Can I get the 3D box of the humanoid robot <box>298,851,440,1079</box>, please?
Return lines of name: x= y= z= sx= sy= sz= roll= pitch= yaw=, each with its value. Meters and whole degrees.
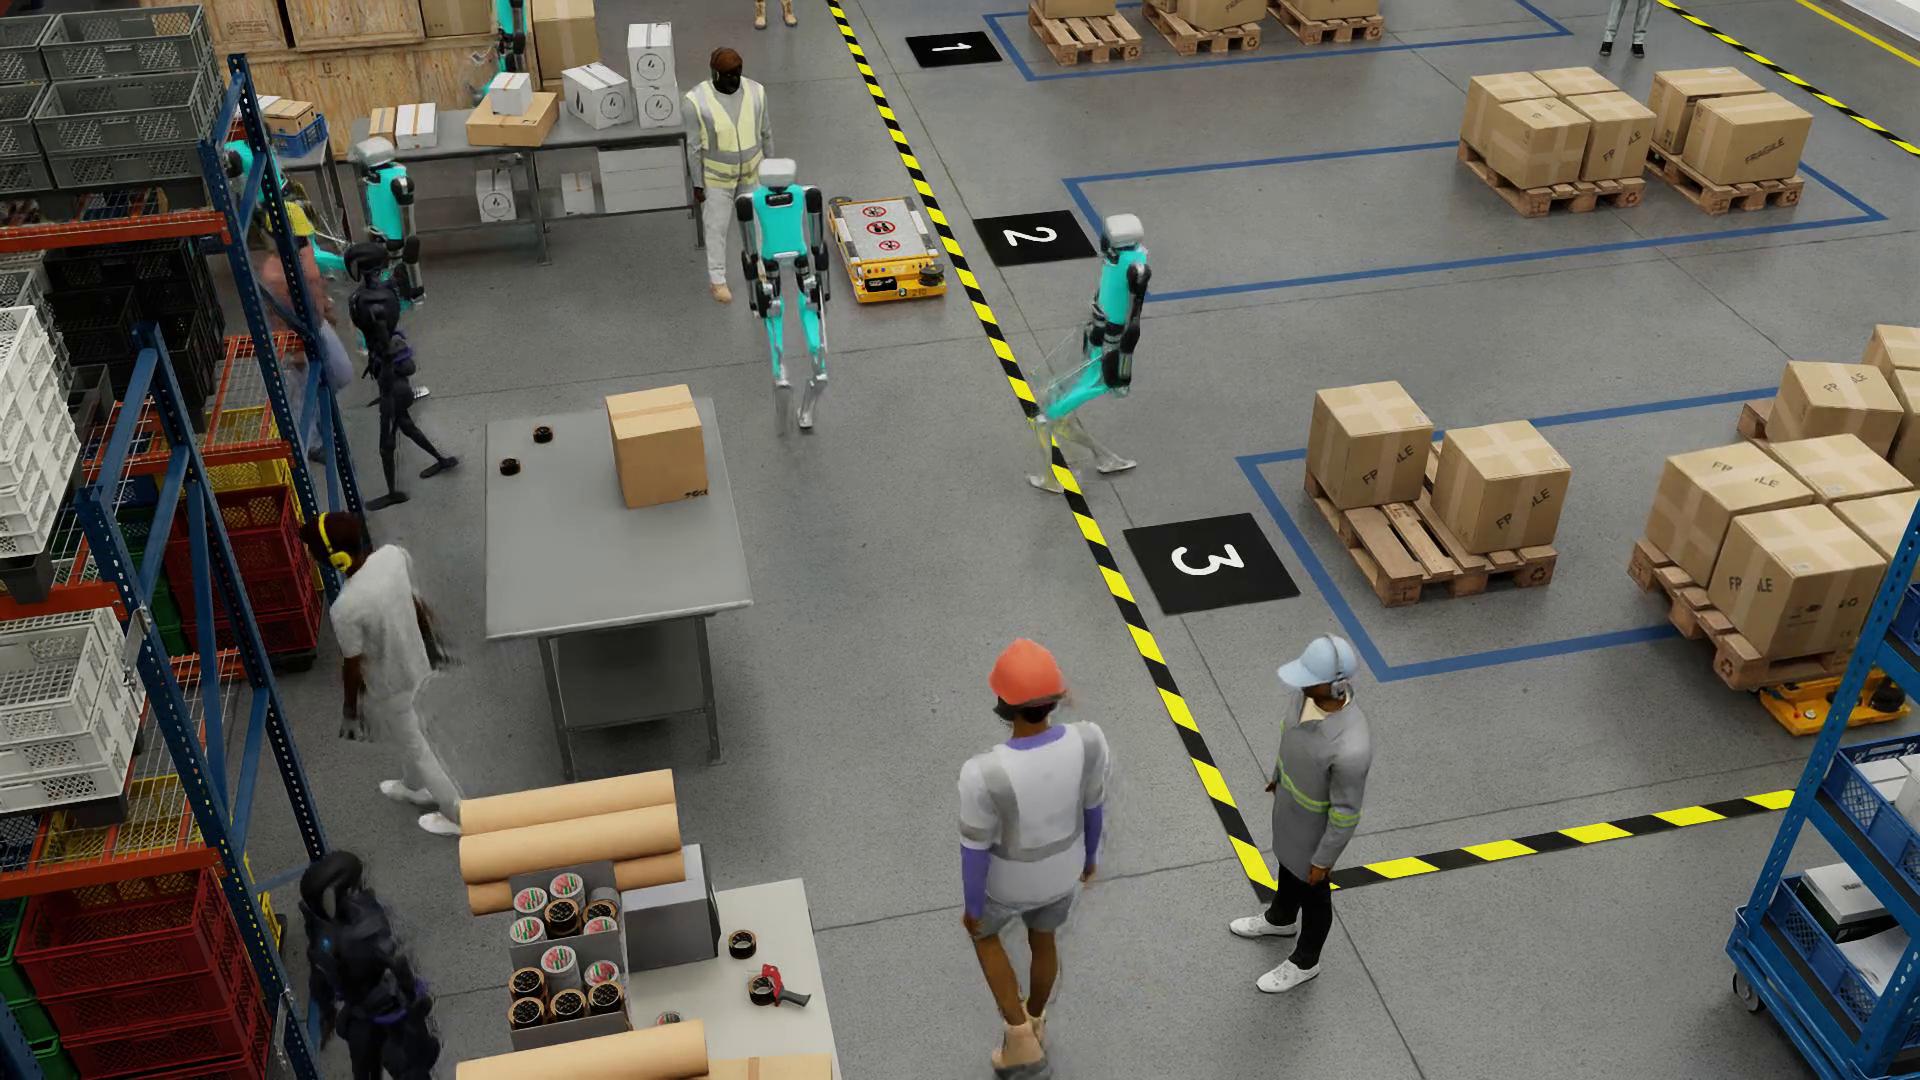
humanoid robot: x=-2.084 y=1.761 z=6.041 sx=0.599 sy=1.654 sz=0.555 roll=20 pitch=41 yaw=25

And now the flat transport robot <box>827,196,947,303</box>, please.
flat transport robot: x=-0.570 y=-2.220 z=12.538 sx=0.659 sy=0.231 sz=1.431 roll=-8 pitch=37 yaw=-10

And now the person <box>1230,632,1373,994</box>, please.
person: x=1.389 y=1.102 z=6.747 sx=0.384 sy=1.852 sz=0.586 roll=-7 pitch=37 yaw=-9

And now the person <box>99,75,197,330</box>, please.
person: x=-5.498 y=-2.260 z=11.269 sx=0.507 sy=1.846 sz=0.344 roll=29 pitch=46 yaw=33

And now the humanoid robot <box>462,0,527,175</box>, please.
humanoid robot: x=-3.775 y=-3.771 z=13.476 sx=0.717 sy=1.897 sz=0.540 roll=-15 pitch=39 yaw=-19

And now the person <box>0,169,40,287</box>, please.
person: x=-6.477 y=-2.211 z=11.231 sx=0.770 sy=1.814 sz=0.601 roll=-6 pitch=37 yaw=-8

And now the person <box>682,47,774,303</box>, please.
person: x=-1.591 y=-2.569 z=11.699 sx=0.627 sy=1.837 sz=0.429 roll=-16 pitch=39 yaw=-20

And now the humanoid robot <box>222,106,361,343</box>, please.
humanoid robot: x=-4.250 y=-2.040 z=11.118 sx=1.008 sy=1.765 sz=0.555 roll=2 pitch=37 yaw=2

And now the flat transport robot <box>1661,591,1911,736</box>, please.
flat transport robot: x=4.349 y=0.462 z=8.909 sx=0.652 sy=0.197 sz=1.431 roll=-8 pitch=37 yaw=-10

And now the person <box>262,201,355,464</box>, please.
person: x=-3.910 y=-1.246 z=10.000 sx=0.430 sy=1.742 sz=0.550 roll=6 pitch=37 yaw=7

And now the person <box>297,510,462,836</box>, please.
person: x=-2.577 y=0.604 z=7.429 sx=0.680 sy=1.832 sz=0.600 roll=9 pitch=38 yaw=12

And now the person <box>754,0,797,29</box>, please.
person: x=-1.825 y=-5.995 z=16.138 sx=0.607 sy=2.030 sz=0.406 roll=-7 pitch=37 yaw=-9

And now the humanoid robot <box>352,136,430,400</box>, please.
humanoid robot: x=-3.693 y=-1.550 z=10.496 sx=0.724 sy=1.898 sz=0.557 roll=-29 pitch=45 yaw=-33

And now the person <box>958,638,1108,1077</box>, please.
person: x=0.271 y=1.254 z=6.399 sx=0.616 sy=2.019 sz=0.538 roll=-16 pitch=39 yaw=-20

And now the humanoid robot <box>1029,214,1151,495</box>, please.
humanoid robot: x=0.654 y=-1.024 z=9.725 sx=0.975 sy=1.763 sz=0.530 roll=-10 pitch=38 yaw=-14

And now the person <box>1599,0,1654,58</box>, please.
person: x=6.421 y=-5.438 z=15.560 sx=0.588 sy=1.823 sz=0.403 roll=8 pitch=37 yaw=11

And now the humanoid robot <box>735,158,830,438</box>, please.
humanoid robot: x=-1.030 y=-1.350 z=10.234 sx=0.542 sy=1.896 sz=0.710 roll=-7 pitch=37 yaw=-10

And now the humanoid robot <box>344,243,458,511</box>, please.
humanoid robot: x=-3.358 y=-0.987 z=9.715 sx=0.611 sy=1.637 sz=0.589 roll=-17 pitch=40 yaw=-21
